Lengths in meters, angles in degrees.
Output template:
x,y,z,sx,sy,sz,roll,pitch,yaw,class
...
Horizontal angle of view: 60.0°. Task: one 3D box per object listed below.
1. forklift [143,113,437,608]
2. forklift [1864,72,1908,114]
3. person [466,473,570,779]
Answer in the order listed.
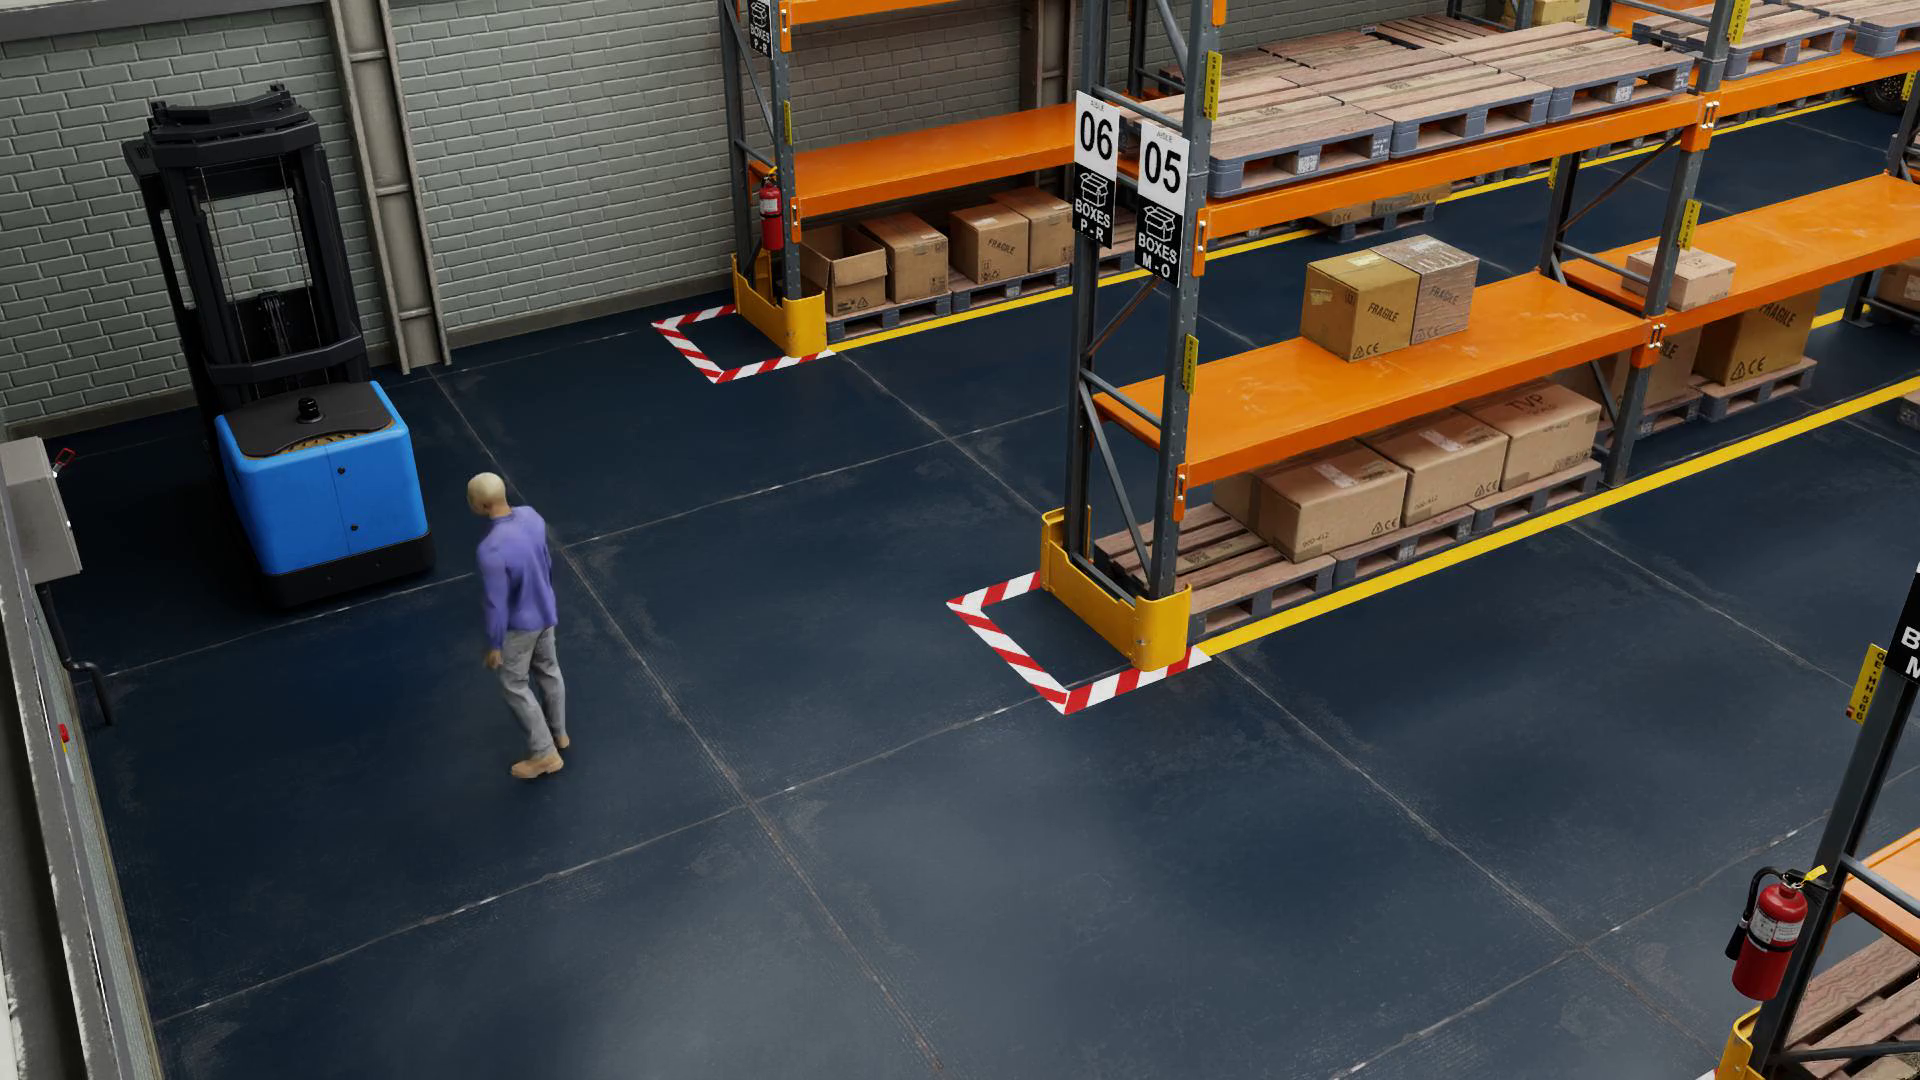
x,y,z,sx,sy,sz,roll,pitch,yaw,class
-4.289,-1.259,10.509,1.129,2.768,1.873,-17,36,-26,forklift
11.468,-5.645,18.244,1.214,2.155,2.313,-17,36,-26,forklift
-2.286,0.418,8.827,0.405,1.784,0.700,12,34,19,person
